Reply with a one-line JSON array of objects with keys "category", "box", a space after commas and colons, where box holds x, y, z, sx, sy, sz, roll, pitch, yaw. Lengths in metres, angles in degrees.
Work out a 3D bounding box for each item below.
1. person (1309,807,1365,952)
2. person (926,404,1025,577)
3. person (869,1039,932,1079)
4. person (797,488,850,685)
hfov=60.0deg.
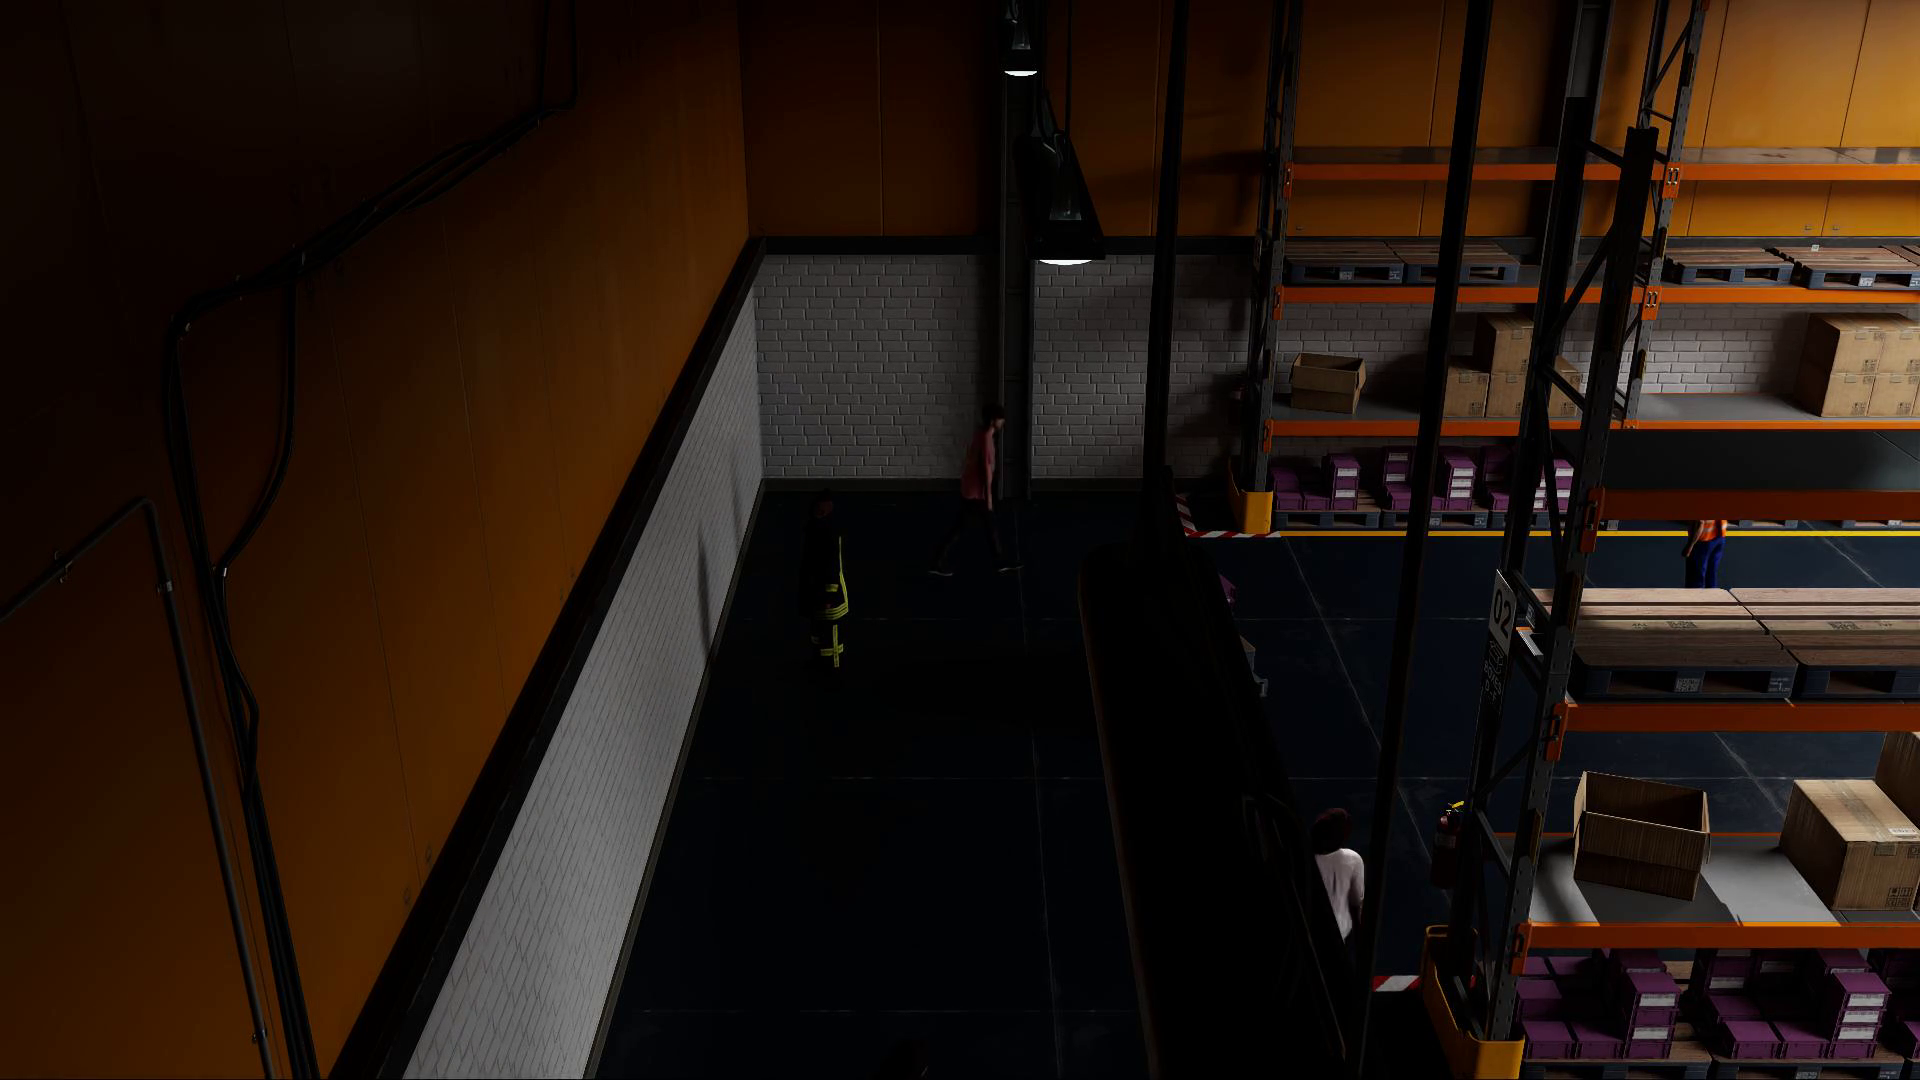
[{"category": "person", "box": [2.298, 2.552, 10.445, 0.815, 1.756, 0.802, -1, 24, -2]}, {"category": "person", "box": [0.059, -0.471, 17.193, 1.271, 1.889, 0.716, -2, 24, -5]}, {"category": "person", "box": [-0.374, 3.410, 8.533, 0.913, 1.714, 0.842, 4, 24, 9]}, {"category": "person", "box": [-1.251, 0.396, 15.245, 0.815, 1.860, 0.837, -8, 25, -17]}]
